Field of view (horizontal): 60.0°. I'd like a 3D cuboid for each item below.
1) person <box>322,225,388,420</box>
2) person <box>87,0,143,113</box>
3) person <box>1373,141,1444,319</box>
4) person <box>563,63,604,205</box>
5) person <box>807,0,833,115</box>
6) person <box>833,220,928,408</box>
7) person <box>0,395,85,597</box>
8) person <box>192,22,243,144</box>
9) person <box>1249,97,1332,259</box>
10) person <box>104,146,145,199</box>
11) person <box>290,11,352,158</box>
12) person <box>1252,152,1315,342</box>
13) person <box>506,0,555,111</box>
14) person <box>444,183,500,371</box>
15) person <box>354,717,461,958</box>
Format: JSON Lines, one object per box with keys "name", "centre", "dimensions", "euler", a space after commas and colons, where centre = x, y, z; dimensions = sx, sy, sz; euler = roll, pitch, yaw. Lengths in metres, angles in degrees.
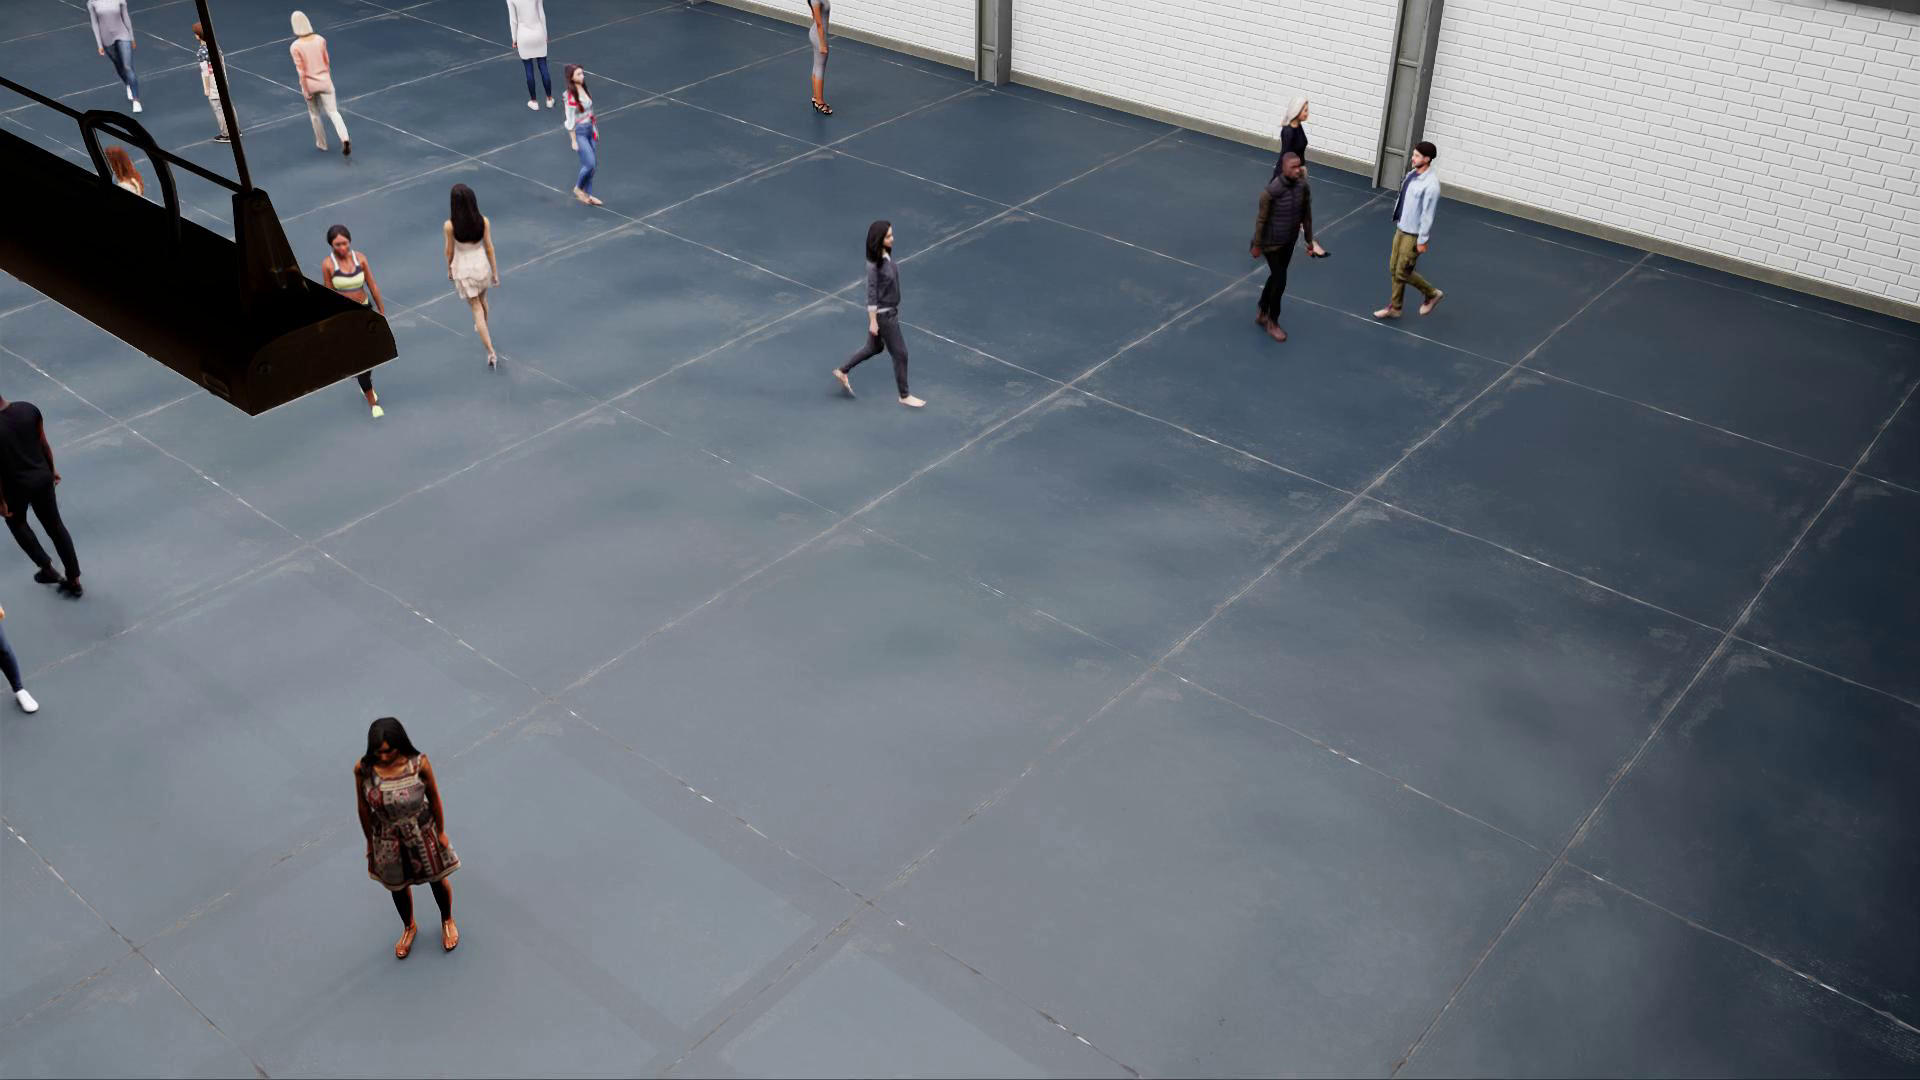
{"name": "person", "centre": [-5.319, -1.968, 14.580], "dimensions": [0.798, 1.717, 1.119], "euler": [-20, 38, -27]}
{"name": "person", "centre": [-10.778, -6.381, 21.245], "dimensions": [1.036, 1.688, 1.247], "euler": [-10, 35, -15]}
{"name": "person", "centre": [4.415, -2.948, 15.982], "dimensions": [1.018, 1.798, 0.962], "euler": [-4, 34, -5]}
{"name": "person", "centre": [-4.269, -4.509, 18.500], "dimensions": [0.701, 1.609, 0.695], "euler": [12, 35, 17]}
{"name": "person", "centre": [-1.790, -6.310, 21.054], "dimensions": [0.721, 1.782, 0.646], "euler": [-5, 34, -8]}
{"name": "person", "centre": [-0.759, -1.977, 14.588], "dimensions": [1.190, 1.724, 0.930], "euler": [7, 34, 11]}
{"name": "person", "centre": [-6.721, -0.349, 12.070], "dimensions": [0.737, 1.800, 0.726], "euler": [21, 39, 29]}
{"name": "person", "centre": [-9.087, -5.593, 20.286], "dimensions": [0.573, 1.438, 0.580], "euler": [11, 35, 16]}
{"name": "person", "centre": [3.307, -3.745, 17.257], "dimensions": [1.158, 1.713, 0.852], "euler": [12, 35, 17]}
{"name": "person", "centre": [-7.865, -3.031, 16.217], "dimensions": [1.040, 1.676, 1.058], "euler": [-7, 34, -10]}
{"name": "person", "centre": [-7.581, -5.377, 19.724], "dimensions": [0.701, 1.701, 1.049], "euler": [-26, 42, -34]}
{"name": "person", "centre": [2.983, -2.845, 15.811], "dimensions": [0.832, 1.815, 0.901], "euler": [-20, 39, -27]}
{"name": "person", "centre": [-5.462, -6.381, 21.166], "dimensions": [0.689, 1.776, 0.695], "euler": [-12, 35, -17]}
{"name": "person", "centre": [-4.433, -2.363, 15.197], "dimensions": [0.814, 1.691, 1.101], "euler": [-17, 37, -24]}
{"name": "person", "centre": [-3.074, 1.621, 9.248], "dimensions": [0.718, 1.643, 0.758], "euler": [-5, 34, -7]}
